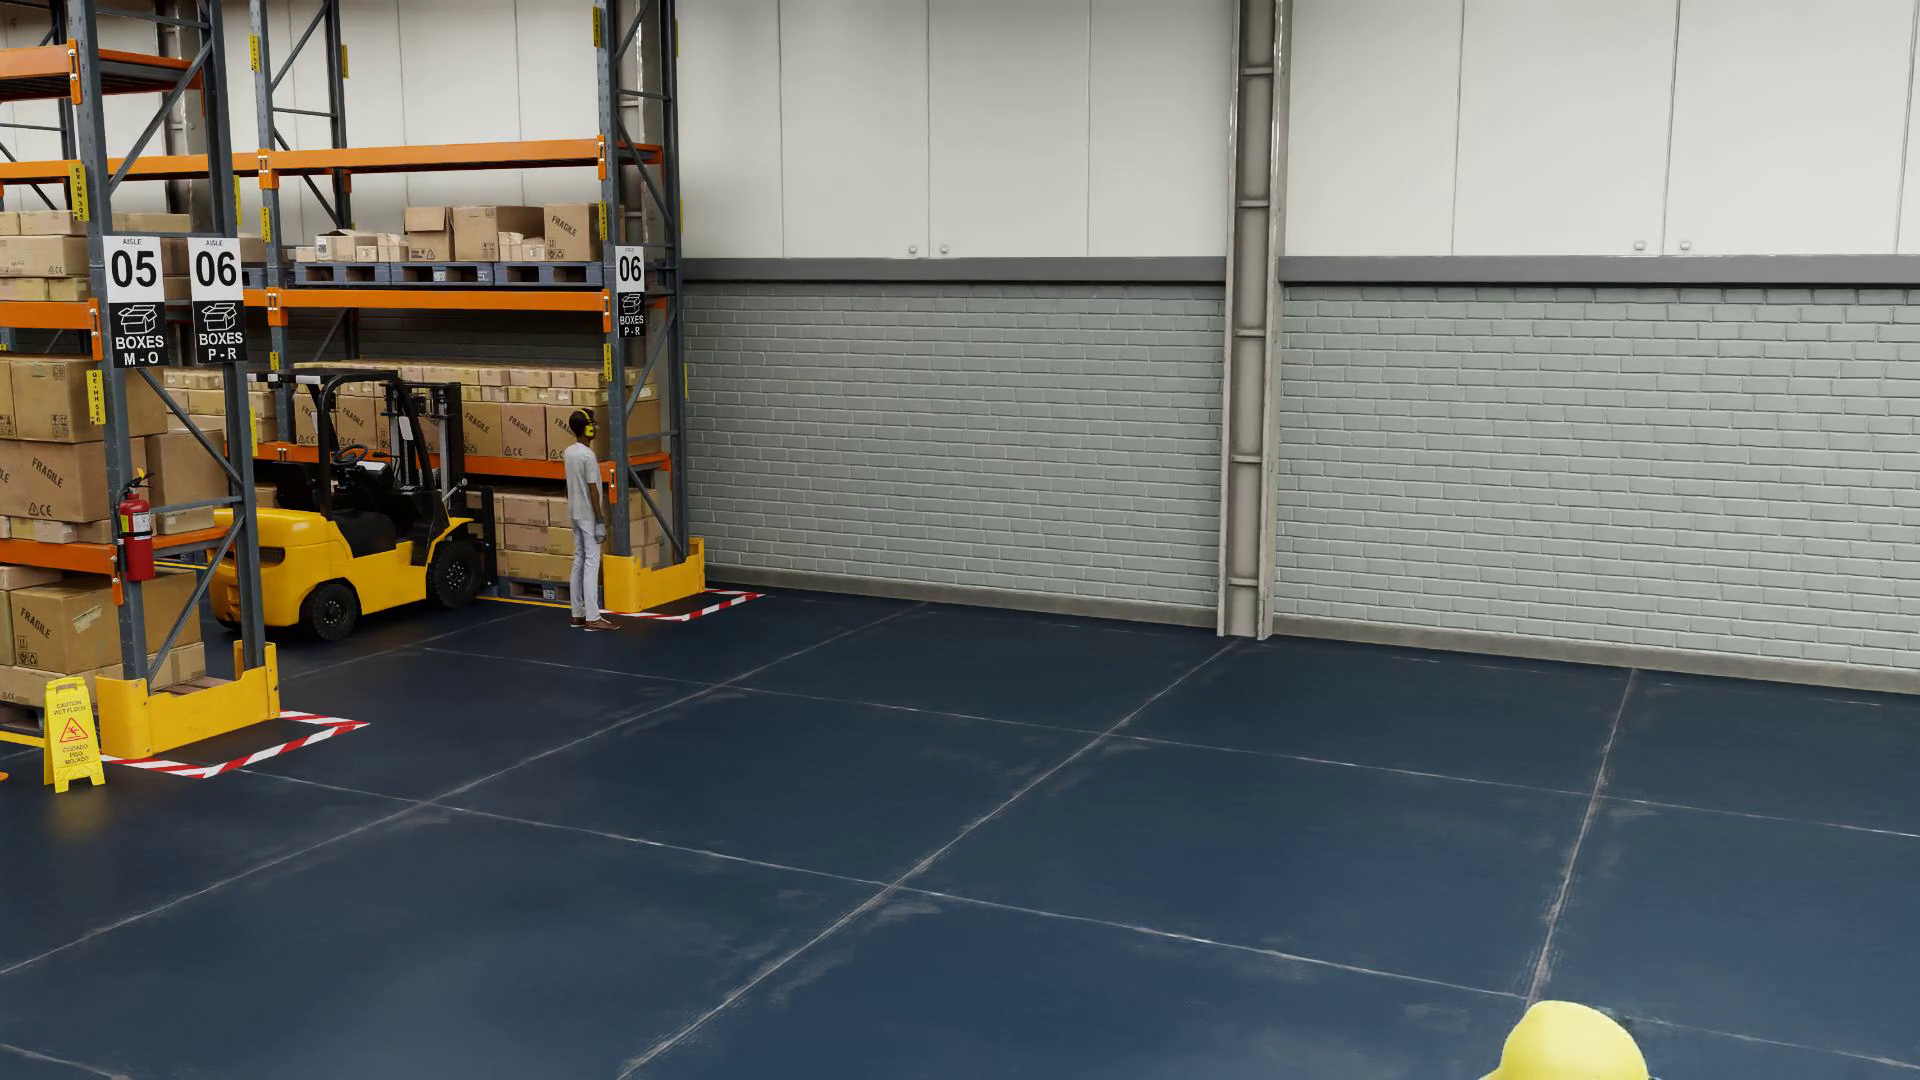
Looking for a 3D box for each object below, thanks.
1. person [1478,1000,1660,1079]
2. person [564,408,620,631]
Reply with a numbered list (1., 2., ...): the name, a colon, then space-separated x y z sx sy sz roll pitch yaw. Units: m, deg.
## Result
1. person: 0.988 1.678 2.908 0.898 1.789 0.614 2 9 12
2. person: -3.126 -0.172 13.989 0.328 1.877 0.513 -8 12 -40
